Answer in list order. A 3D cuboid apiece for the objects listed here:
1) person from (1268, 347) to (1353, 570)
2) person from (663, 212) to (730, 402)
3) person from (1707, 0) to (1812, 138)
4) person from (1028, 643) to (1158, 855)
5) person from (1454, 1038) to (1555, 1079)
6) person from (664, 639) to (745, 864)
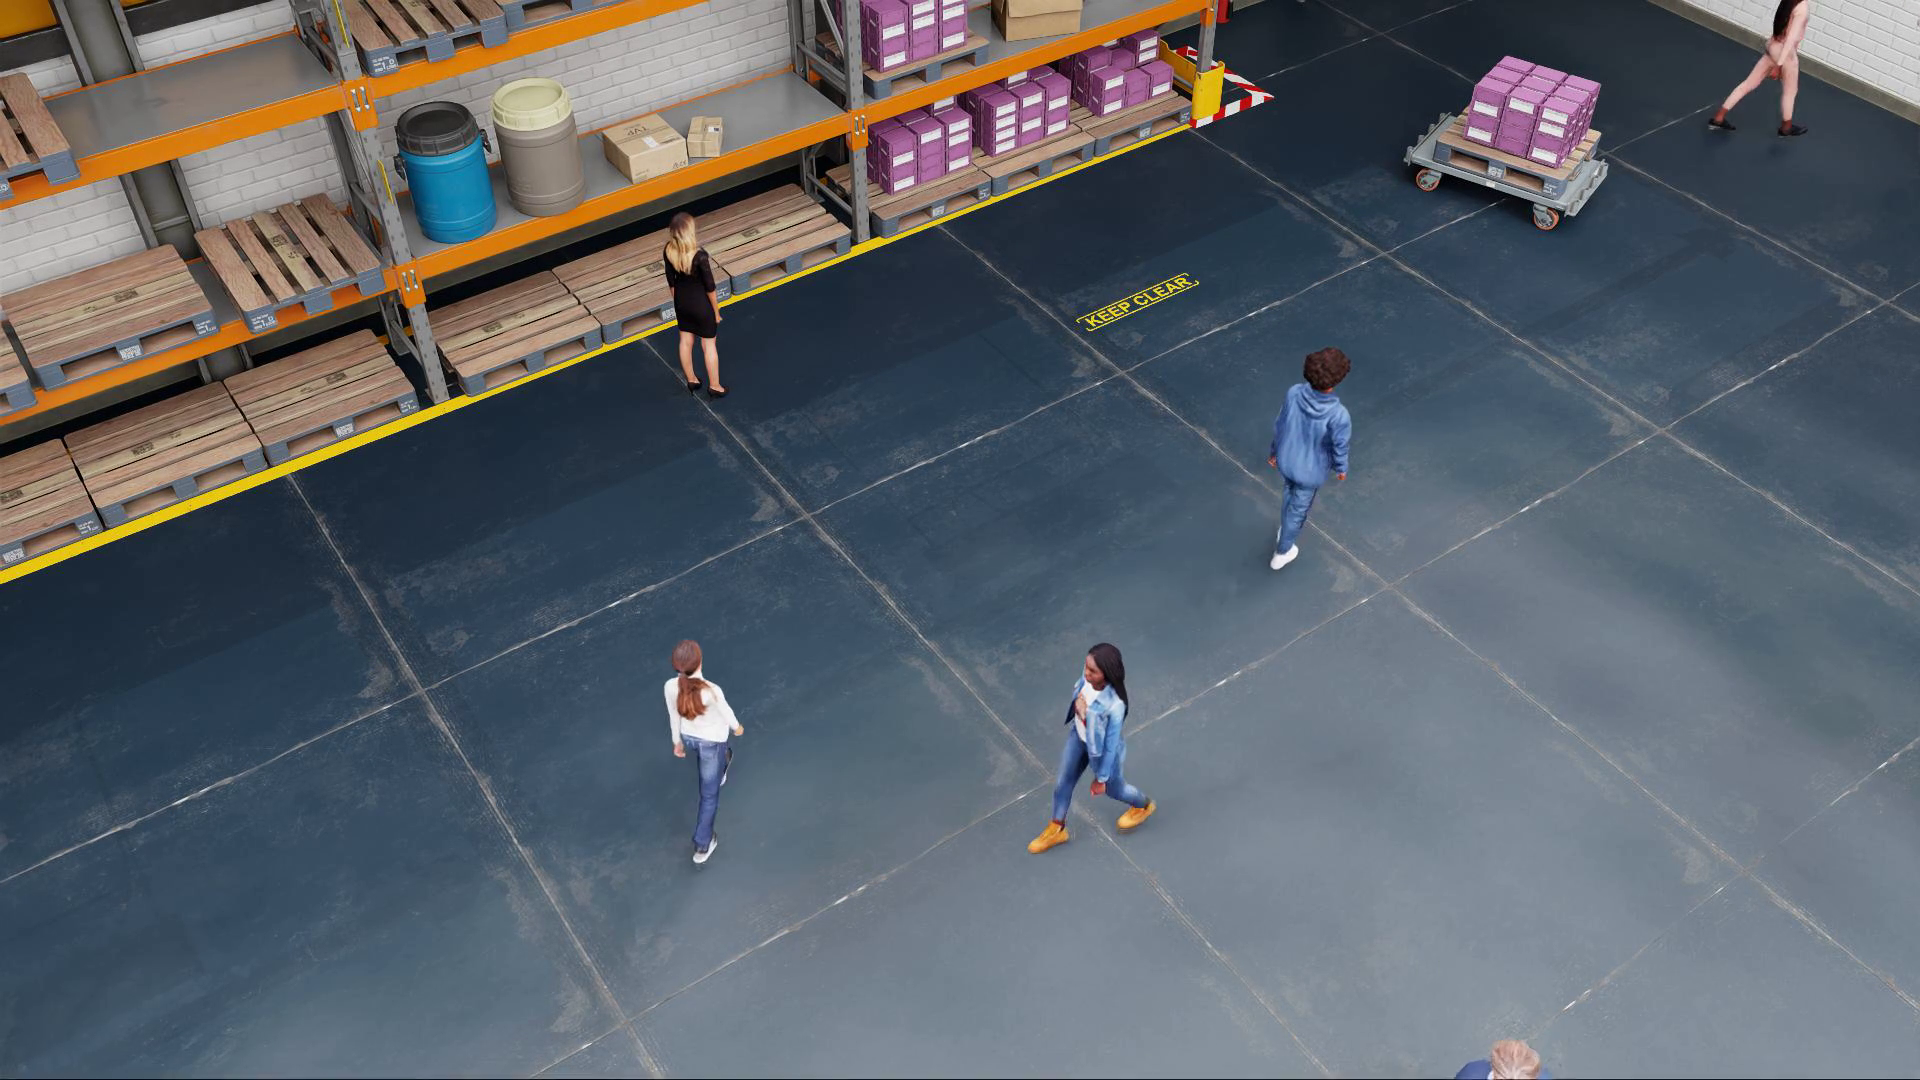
[{"bbox_3d":[2.302,-0.502,11.367,0.753,1.794,0.779,34,53,30],"label":"person"},{"bbox_3d":[-2.047,-1.791,12.805,0.613,1.677,0.613,18,47,18],"label":"person"},{"bbox_3d":[7.646,-4.565,15.719,1.220,1.673,1.111,4,44,5],"label":"person"},{"bbox_3d":[0.886,1.202,9.647,1.091,1.699,0.725,-18,46,-18],"label":"person"},{"bbox_3d":[2.489,2.785,7.880,0.916,1.844,0.976,1,44,1],"label":"person"},{"bbox_3d":[-1.526,1.236,9.744,0.962,1.516,1.111,11,45,12],"label":"person"}]
